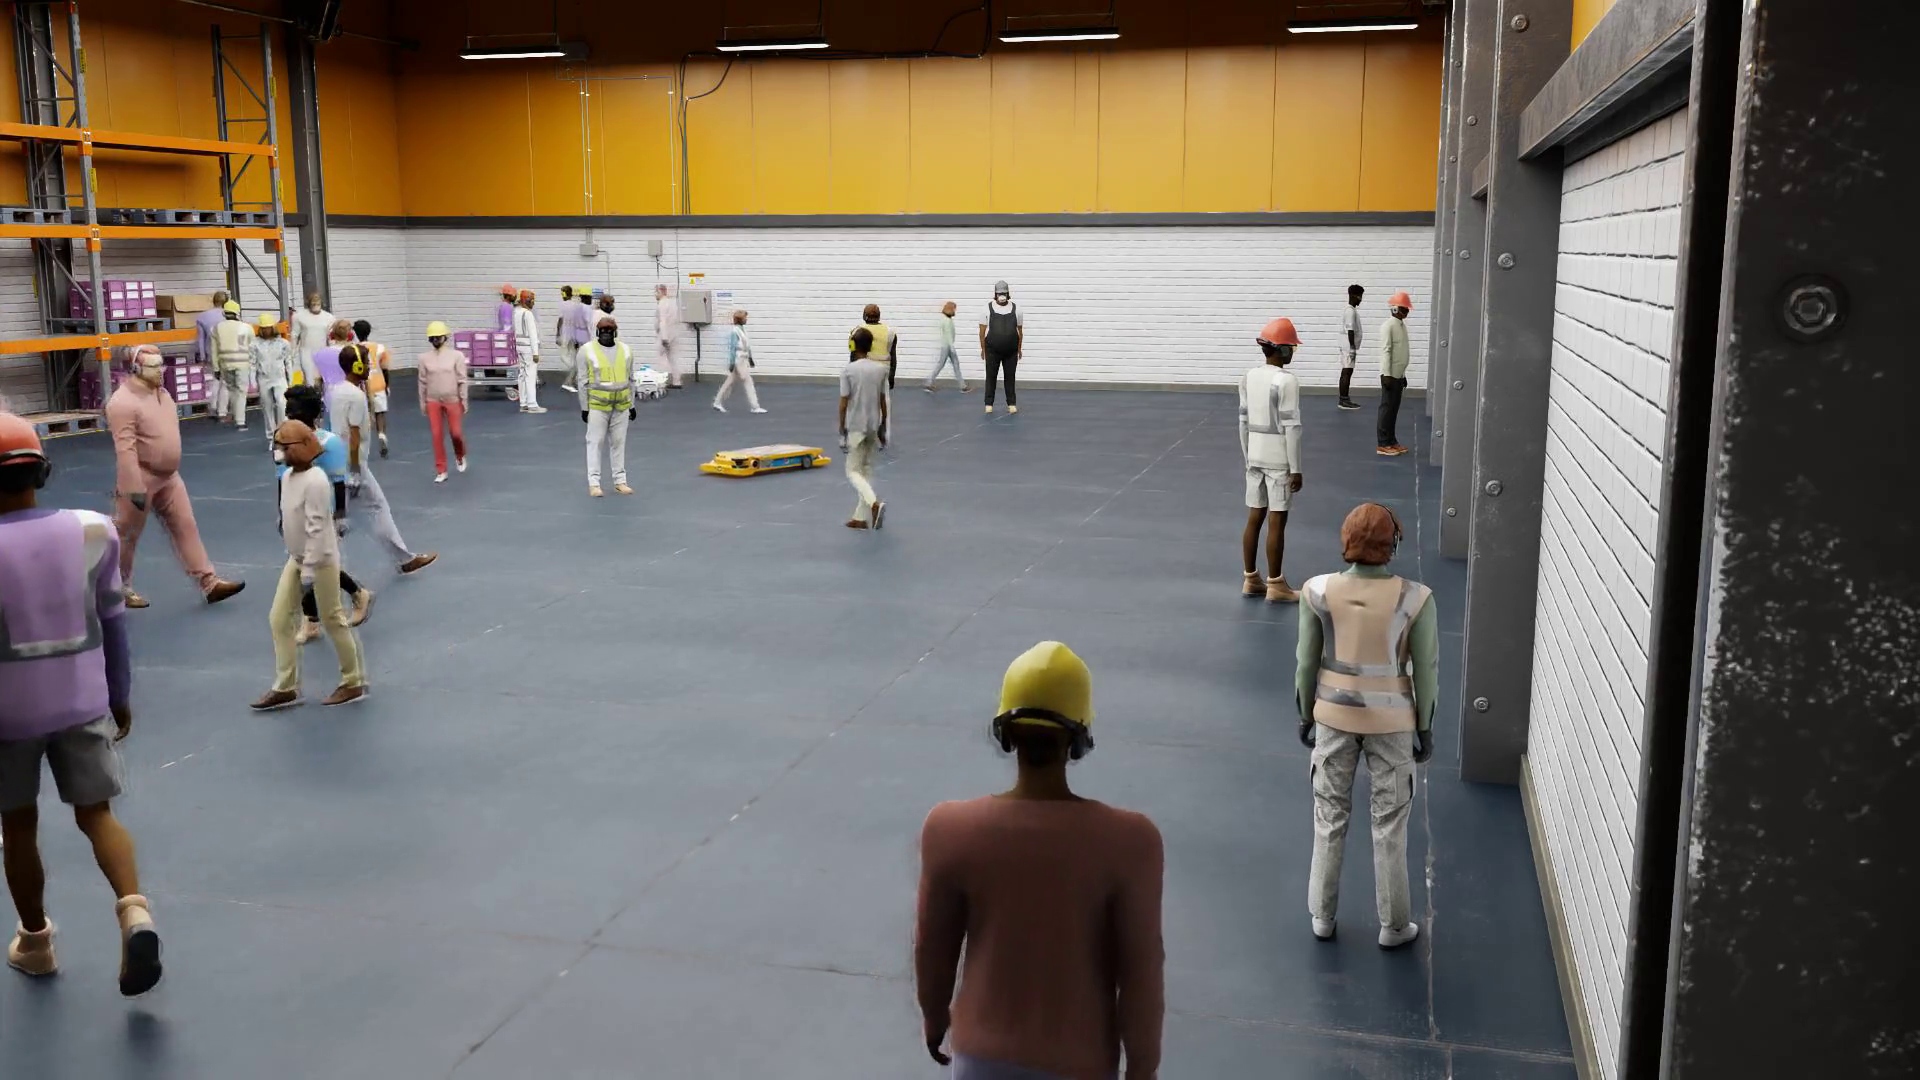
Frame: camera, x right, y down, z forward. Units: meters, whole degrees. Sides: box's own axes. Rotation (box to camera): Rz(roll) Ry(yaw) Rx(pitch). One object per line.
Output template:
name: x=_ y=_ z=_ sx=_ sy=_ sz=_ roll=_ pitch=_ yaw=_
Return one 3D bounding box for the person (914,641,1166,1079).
person: x=0.170 y=1.062 z=3.625 sx=0.547 sy=1.712 sz=0.897 roll=2 pitch=10 yaw=9

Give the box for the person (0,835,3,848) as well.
person: x=-4.342 y=0.369 z=7.010 sx=0.375 sy=1.916 sz=0.592 roll=-7 pitch=12 yaw=-36

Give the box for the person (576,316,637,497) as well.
person: x=-3.607 y=-1.369 z=17.079 sx=0.624 sy=1.841 sz=0.430 roll=-7 pitch=12 yaw=-34

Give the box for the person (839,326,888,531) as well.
person: x=-0.835 y=-0.974 z=14.818 sx=0.517 sy=1.851 sz=0.694 roll=-7 pitch=12 yaw=-34

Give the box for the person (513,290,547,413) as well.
person: x=-6.639 y=-2.895 z=25.580 sx=0.356 sy=1.887 sz=0.573 roll=-8 pitch=13 yaw=-39

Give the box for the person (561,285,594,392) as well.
person: x=-6.619 y=-3.535 z=29.231 sx=0.936 sy=1.892 sz=0.593 roll=-5 pitch=11 yaw=-27

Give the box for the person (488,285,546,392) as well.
person: x=-7.863 y=-3.537 z=29.237 sx=0.997 sy=1.877 sz=0.551 roll=-5 pitch=11 yaw=-28

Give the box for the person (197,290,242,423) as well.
person: x=-10.721 y=-2.672 z=24.240 sx=0.638 sy=1.910 sz=0.594 roll=0 pitch=10 yaw=2

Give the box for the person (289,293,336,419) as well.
person: x=-9.559 y=-2.720 z=24.638 sx=0.669 sy=1.866 sz=1.029 roll=-6 pitch=12 yaw=-32

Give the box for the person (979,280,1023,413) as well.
person: x=0.645 y=-2.961 z=25.516 sx=0.688 sy=2.000 sz=0.539 roll=-1 pitch=10 yaw=-8

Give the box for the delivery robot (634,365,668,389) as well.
delivery robot: x=-5.302 y=-2.723 z=28.102 sx=0.707 sy=0.478 sz=0.477 roll=0 pitch=10 yaw=1

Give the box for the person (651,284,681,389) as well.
person: x=-5.354 y=-3.646 z=29.874 sx=0.763 sy=1.873 sz=0.660 roll=2 pitch=10 yaw=11

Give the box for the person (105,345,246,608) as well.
person: x=-5.603 y=-0.425 z=11.653 sx=1.010 sy=1.858 sz=0.664 roll=2 pitch=10 yaw=11

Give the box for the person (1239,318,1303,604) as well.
person: x=2.256 y=-0.567 z=11.954 sx=0.377 sy=2.045 sz=0.605 roll=-5 pitch=11 yaw=-28

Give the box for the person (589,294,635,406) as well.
person: x=-5.377 y=-2.907 z=25.861 sx=0.893 sy=1.800 sz=0.645 roll=3 pitch=10 yaw=17

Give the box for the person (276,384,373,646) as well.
person: x=-4.144 y=-0.170 z=10.732 sx=0.540 sy=1.682 sz=0.493 roll=5 pitch=11 yaw=26

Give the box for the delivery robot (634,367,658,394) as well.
delivery robot: x=-5.235 y=-2.618 z=27.516 sx=0.477 sy=0.478 sz=0.707 roll=-4 pitch=11 yaw=-22

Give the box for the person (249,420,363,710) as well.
person: x=-3.638 y=0.153 z=9.099 sx=0.519 sy=1.606 sz=0.695 roll=9 pitch=14 yaw=42

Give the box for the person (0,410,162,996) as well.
person: x=-3.057 y=0.573 z=5.589 sx=0.829 sy=2.015 sz=0.620 roll=10 pitch=14 yaw=44

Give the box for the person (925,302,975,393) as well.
person: x=-0.209 y=-3.354 z=29.037 sx=0.865 sy=1.586 sz=0.522 roll=1 pitch=10 yaw=8

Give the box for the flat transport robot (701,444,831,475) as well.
flat transport robot: x=-2.205 y=-0.928 z=19.014 sx=0.652 sy=0.197 sz=1.431 roll=8 pitch=13 yaw=40

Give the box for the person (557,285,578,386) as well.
person: x=-7.100 y=-3.708 z=30.309 sx=0.561 sy=1.843 sz=0.568 roll=8 pitch=13 yaw=37

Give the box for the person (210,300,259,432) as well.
person: x=-10.053 y=-2.430 z=23.195 sx=0.609 sy=1.801 sz=0.821 roll=0 pitch=10 yaw=-2

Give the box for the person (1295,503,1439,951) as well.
person: x=1.470 y=0.678 z=6.049 sx=0.514 sy=1.639 sz=0.310 roll=5 pitch=11 yaw=25

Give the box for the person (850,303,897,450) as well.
person: x=-1.101 y=-2.036 z=20.839 sx=0.635 sy=1.842 sz=0.429 roll=-5 pitch=11 yaw=-26

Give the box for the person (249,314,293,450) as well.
person: x=-8.543 y=-1.932 z=20.640 sx=0.504 sy=1.703 sz=0.859 roll=-4 pitch=11 yaw=-21

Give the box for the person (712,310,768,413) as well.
person: x=-3.431 y=-2.743 z=25.552 sx=0.885 sy=1.593 sz=0.506 roll=1 pitch=10 yaw=5

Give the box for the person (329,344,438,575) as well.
person: x=-4.562 y=-0.575 z=12.663 sx=1.014 sy=1.811 sz=0.543 roll=-9 pitch=14 yaw=-43

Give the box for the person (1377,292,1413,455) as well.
person: x=5.350 y=-2.047 z=20.469 sx=0.376 sy=1.996 sz=0.608 roll=7 pitch=12 yaw=33

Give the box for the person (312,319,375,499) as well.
person: x=-6.192 y=-1.306 z=16.742 sx=0.587 sy=1.827 sz=0.447 roll=-3 pitch=11 yaw=-18

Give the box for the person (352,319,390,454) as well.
person: x=-7.181 y=-1.838 z=20.181 sx=0.538 sy=1.673 sz=0.649 roll=-4 pitch=11 yaw=-23

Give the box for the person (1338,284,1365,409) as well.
person: x=6.152 y=-3.038 z=26.182 sx=0.379 sy=1.959 sz=0.603 roll=1 pitch=10 yaw=5

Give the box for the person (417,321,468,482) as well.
person: x=-5.627 y=-1.516 z=18.136 sx=0.536 sy=1.753 sz=0.477 roll=-1 pitch=10 yaw=-5

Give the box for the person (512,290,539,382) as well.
person: x=-7.931 y=-3.620 z=30.031 sx=0.903 sy=1.776 sz=0.618 roll=4 pitch=11 yaw=22
